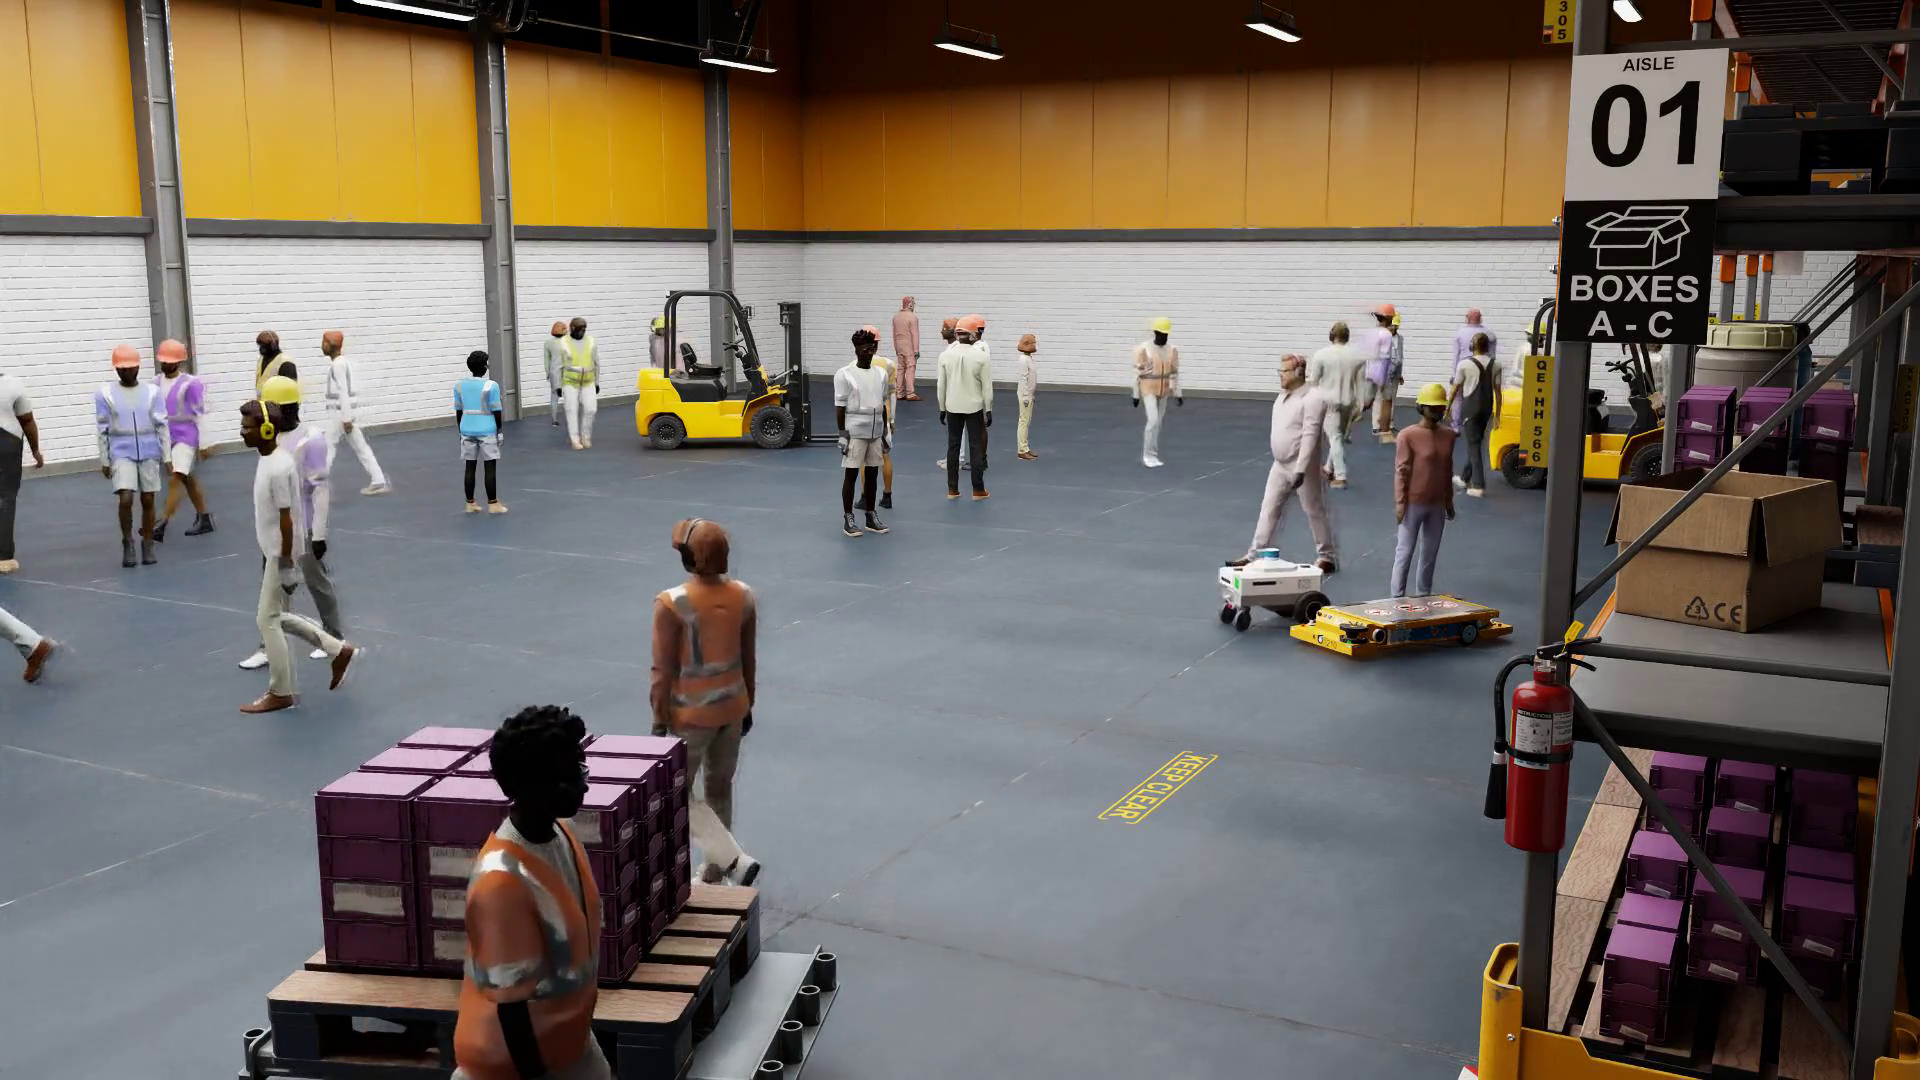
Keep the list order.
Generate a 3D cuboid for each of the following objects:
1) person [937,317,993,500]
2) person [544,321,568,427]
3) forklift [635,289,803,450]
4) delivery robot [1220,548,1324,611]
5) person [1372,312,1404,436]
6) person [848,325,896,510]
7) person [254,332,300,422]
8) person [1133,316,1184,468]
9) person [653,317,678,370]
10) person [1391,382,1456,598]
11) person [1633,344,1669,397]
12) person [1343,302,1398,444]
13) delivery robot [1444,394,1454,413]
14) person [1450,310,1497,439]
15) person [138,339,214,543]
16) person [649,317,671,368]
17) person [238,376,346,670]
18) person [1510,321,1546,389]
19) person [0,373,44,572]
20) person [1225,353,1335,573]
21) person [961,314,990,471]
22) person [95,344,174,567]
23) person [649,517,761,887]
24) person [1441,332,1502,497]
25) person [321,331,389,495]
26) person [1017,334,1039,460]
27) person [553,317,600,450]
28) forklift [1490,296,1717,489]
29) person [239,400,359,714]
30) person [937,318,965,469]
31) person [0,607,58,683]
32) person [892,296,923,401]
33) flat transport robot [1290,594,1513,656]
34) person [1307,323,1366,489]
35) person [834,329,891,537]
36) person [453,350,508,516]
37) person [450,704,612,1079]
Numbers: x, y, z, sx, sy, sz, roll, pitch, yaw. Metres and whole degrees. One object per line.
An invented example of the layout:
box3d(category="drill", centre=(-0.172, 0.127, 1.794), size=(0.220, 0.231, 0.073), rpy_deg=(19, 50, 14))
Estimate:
box3d(category="person", centre=(0.065, -1.434, 18.169), size=(0.622, 1.990, 0.394), rpy_deg=(3, 10, 16))
box3d(category="person", centre=(-6.192, -2.571, 25.792), size=(0.507, 1.632, 0.266), rpy_deg=(2, 10, 11))
box3d(category="forklift", centre=(-3.358, -2.392, 23.136), size=(2.313, 2.155, 1.214), rpy_deg=(-1, 10, -5))
box3d(category="delivery robot", centre=(2.243, 0.304, 11.994), size=(0.707, 0.478, 0.477), rpy_deg=(-2, 10, -12))
box3d(category="person", centre=(6.325, -2.447, 24.532), size=(0.588, 1.822, 0.403), rpy_deg=(-6, 11, -30))
box3d(category="person", centre=(-0.936, -1.278, 17.436), size=(0.547, 1.934, 0.375), rpy_deg=(-5, 11, -26))
box3d(category="person", centre=(-7.834, -1.492, 19.128), size=(0.787, 1.795, 0.529), rpy_deg=(9, 13, 41))
box3d(category="person", centre=(2.487, -1.851, 20.881), size=(0.588, 1.898, 0.609), rpy_deg=(-5, 11, -27))
box3d(category="person", centre=(-4.413, -2.407, 24.554), size=(0.527, 1.740, 0.770), rpy_deg=(7, 12, 36))
box3d(category="person", centre=(3.377, -0.263, 12.048), size=(0.533, 1.767, 0.326), rpy_deg=(-5, 11, -25))
box3d(category="person", centre=(9.090, -1.888, 21.876), size=(0.412, 1.626, 0.528), rpy_deg=(-4, 11, -24))
box3d(category="person", centre=(5.771, -2.315, 23.230), size=(0.923, 2.017, 0.615), rpy_deg=(-3, 10, -19))
box3d(category="delivery robot", centre=(8.007, -2.210, 26.536), size=(0.707, 0.478, 0.477), rpy_deg=(-5, 11, -28))
box3d(category="person", centre=(7.459, -2.411, 24.253), size=(0.675, 1.857, 0.814), rpy_deg=(0, 10, 3))
box3d(category="person", centre=(-7.384, -0.920, 15.515), size=(0.579, 1.876, 1.006), rpy_deg=(4, 10, 21))
box3d(category="person", centre=(-5.033, -2.934, 27.956), size=(0.498, 1.618, 0.365), rpy_deg=(6, 11, 30))
box3d(category="person", centre=(-4.354, -0.122, 10.866), size=(0.631, 1.913, 0.653), rpy_deg=(5, 11, 27))
box3d(category="person", centre=(7.333, -1.915, 21.467), size=(0.437, 1.822, 0.673), rpy_deg=(1, 10, 8))
box3d(category="person", centre=(-8.275, -0.777, 14.231), size=(0.700, 2.000, 1.015), rpy_deg=(-3, 10, -16))
box3d(category="person", centre=(2.740, -0.610, 13.795), size=(0.985, 1.854, 0.655), rpy_deg=(-4, 11, -24))
box3d(category="person", centre=(0.188, -1.825, 20.596), size=(0.356, 1.937, 0.552), rpy_deg=(2, 10, 11))
box3d(category="person", centre=(-7.045, -0.714, 14.240), size=(0.545, 1.918, 0.578), rpy_deg=(-7, 12, -34))
box3d(category="person", centre=(-1.003, 0.720, 6.746), size=(0.502, 1.624, 0.530), rpy_deg=(8, 13, 39))
box3d(category="person", centre=(5.706, -1.409, 18.589), size=(0.534, 1.800, 0.925), rpy_deg=(-2, 10, -14))
box3d(category="person", centre=(-6.836, -1.379, 18.334), size=(1.011, 1.829, 0.597), rpy_deg=(-2, 10, -12))
box3d(category="person", centre=(0.889, -1.872, 21.739), size=(0.280, 1.636, 0.500), rpy_deg=(2, 10, 11))
box3d(category="person", centre=(-5.212, -2.129, 22.696), size=(0.661, 1.820, 0.474), rpy_deg=(-6, 11, -31))
box3d(category="forklift", centre=(7.296, -1.677, 18.993), size=(2.313, 2.155, 1.214), rpy_deg=(5, 11, 27))
box3d(category="person", centre=(-3.945, 0.087, 9.779), size=(0.595, 1.851, 0.542), rpy_deg=(-4, 11, -23))
box3d(category="person", centre=(-0.092, -1.825, 20.763), size=(0.355, 1.880, 0.572), rpy_deg=(-1, 10, -8))
box3d(category="person", centre=(-6.114, -0.004, 10.183), size=(0.913, 1.906, 0.640), rpy_deg=(-3, 10, -19))
box3d(category="person", centre=(-0.936, -3.478, 30.254), size=(0.402, 1.906, 0.652), rpy_deg=(-8, 13, -40))
box3d(category="flat transport robot", centre=(3.067, 0.573, 11.533), size=(1.431, 0.197, 0.652), rpy_deg=(-5, 11, -26))
box3d(category="person", centre=(4.333, -1.564, 19.250), size=(0.652, 1.881, 1.038), rpy_deg=(-2, 10, -14))
box3d(category="person", centre=(-0.918, -1.024, 15.874), size=(0.605, 1.966, 0.367), rpy_deg=(-8, 13, -39))
box3d(category="person", centre=(-4.920, -1.094, 17.060), size=(0.540, 1.695, 0.317), rpy_deg=(3, 10, 16))
box3d(category="person", centre=(-1.005, 1.192, 3.954), size=(0.903, 1.644, 0.544), rpy_deg=(1, 10, 6))
